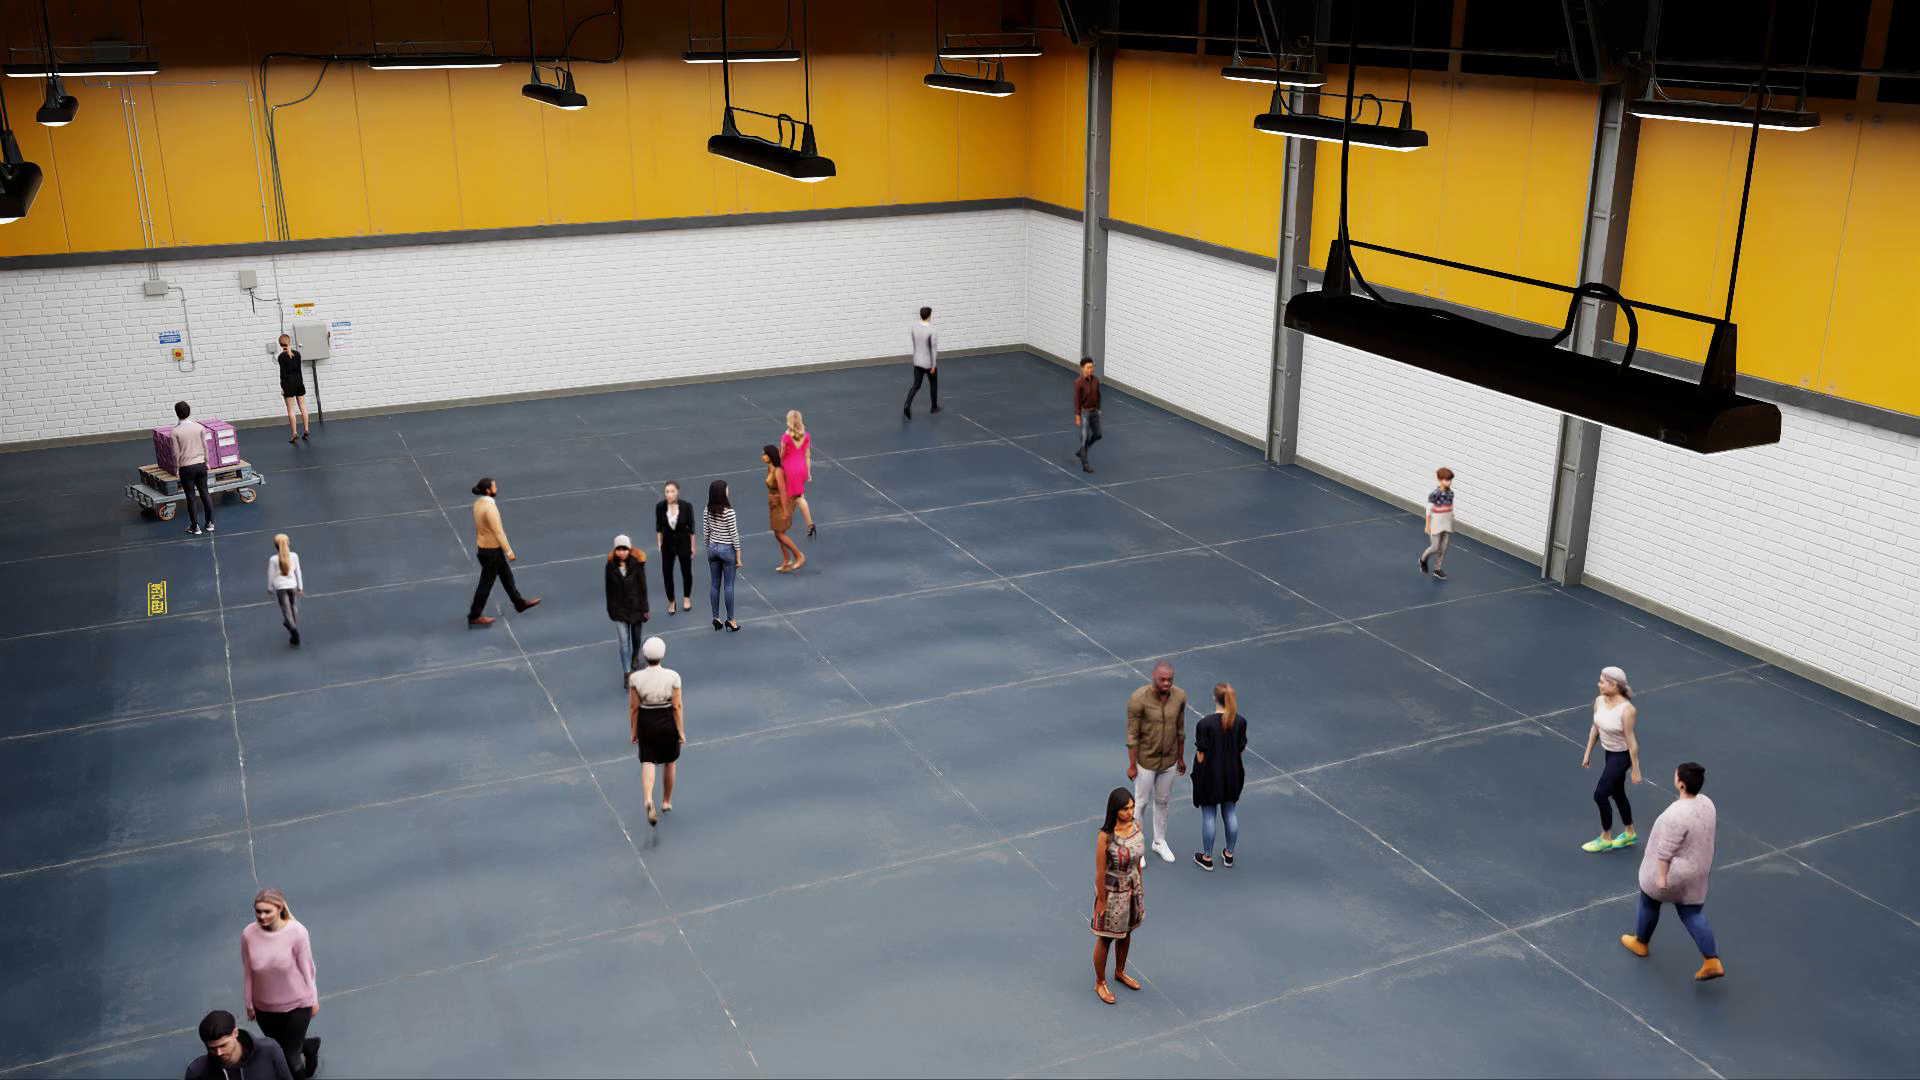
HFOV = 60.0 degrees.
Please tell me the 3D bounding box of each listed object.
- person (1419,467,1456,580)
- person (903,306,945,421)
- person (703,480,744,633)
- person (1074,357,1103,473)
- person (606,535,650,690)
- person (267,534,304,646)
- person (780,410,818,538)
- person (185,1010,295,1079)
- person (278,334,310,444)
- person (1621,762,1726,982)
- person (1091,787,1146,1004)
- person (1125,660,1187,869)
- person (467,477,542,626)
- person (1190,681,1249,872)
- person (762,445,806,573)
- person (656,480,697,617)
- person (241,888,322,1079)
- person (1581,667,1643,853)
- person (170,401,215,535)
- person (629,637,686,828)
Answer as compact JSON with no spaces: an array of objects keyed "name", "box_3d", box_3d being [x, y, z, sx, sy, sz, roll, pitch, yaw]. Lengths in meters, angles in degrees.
[{"name":"person","box_3d":[5.956,-0.228,20.752,0.529,1.430,0.611,-8,20,-22]},{"name":"person","box_3d":[-0.672,-3.005,28.241,1.273,1.913,1.206,12,22,31]},{"name":"person","box_3d":[-2.714,0.181,18.963,0.623,1.796,0.714,9,21,25]},{"name":"person","box_3d":[1.881,-1.920,25.242,0.751,1.772,0.794,-13,23,-34]},{"name":"person","box_3d":[-3.514,0.712,17.695,0.781,1.600,1.111,-3,19,-9]},{"name":"person","box_3d":[-7.542,0.576,18.654,0.654,1.245,0.946,-16,24,-39]},{"name":"person","box_3d":[-2.150,-0.845,22.199,0.776,1.675,1.111,-15,24,-38]},{"name":"person","box_3d":[-3.997,3.370,9.416,0.758,1.847,1.092,-11,22,-30]},{"name":"person","box_3d":[-10.777,-2.456,26.836,0.672,1.769,0.647,11,22,30]},{"name":"person","box_3d":[5.395,2.464,12.317,0.702,1.712,1.094,-7,20,-20]},{"name":"person","box_3d":[1.159,2.557,12.147,0.700,1.645,0.617,-15,24,-37]},{"name":"person","box_3d":[1.638,1.843,13.986,0.730,1.824,0.582,-7,20,-20]},{"name":"person","box_3d":[-5.457,0.165,19.142,0.726,1.714,1.047,-9,21,-26]},{"name":"person","box_3d":[2.167,1.957,13.866,0.673,1.684,0.626,-4,19,-12]},{"name":"person","box_3d":[-2.200,-0.380,20.831,0.647,1.668,0.628,-10,21,-27]},{"name":"person","box_3d":[-3.303,0.056,19.581,0.745,1.639,0.796,-2,19,-5]},{"name":"person","box_3d":[-4.389,2.979,10.863,0.901,1.664,1.124,0,19,0]},{"name":"person","box_3d":[5.653,1.878,14.128,0.791,1.667,0.801,-6,19,-16]},{"name":"person","box_3d":[-10.352,-0.987,22.411,0.670,1.810,0.694,18,25,42]},{"name":"person","box_3d":[-2.647,1.706,14.524,0.836,1.739,1.020,-1,19,-1]}]
